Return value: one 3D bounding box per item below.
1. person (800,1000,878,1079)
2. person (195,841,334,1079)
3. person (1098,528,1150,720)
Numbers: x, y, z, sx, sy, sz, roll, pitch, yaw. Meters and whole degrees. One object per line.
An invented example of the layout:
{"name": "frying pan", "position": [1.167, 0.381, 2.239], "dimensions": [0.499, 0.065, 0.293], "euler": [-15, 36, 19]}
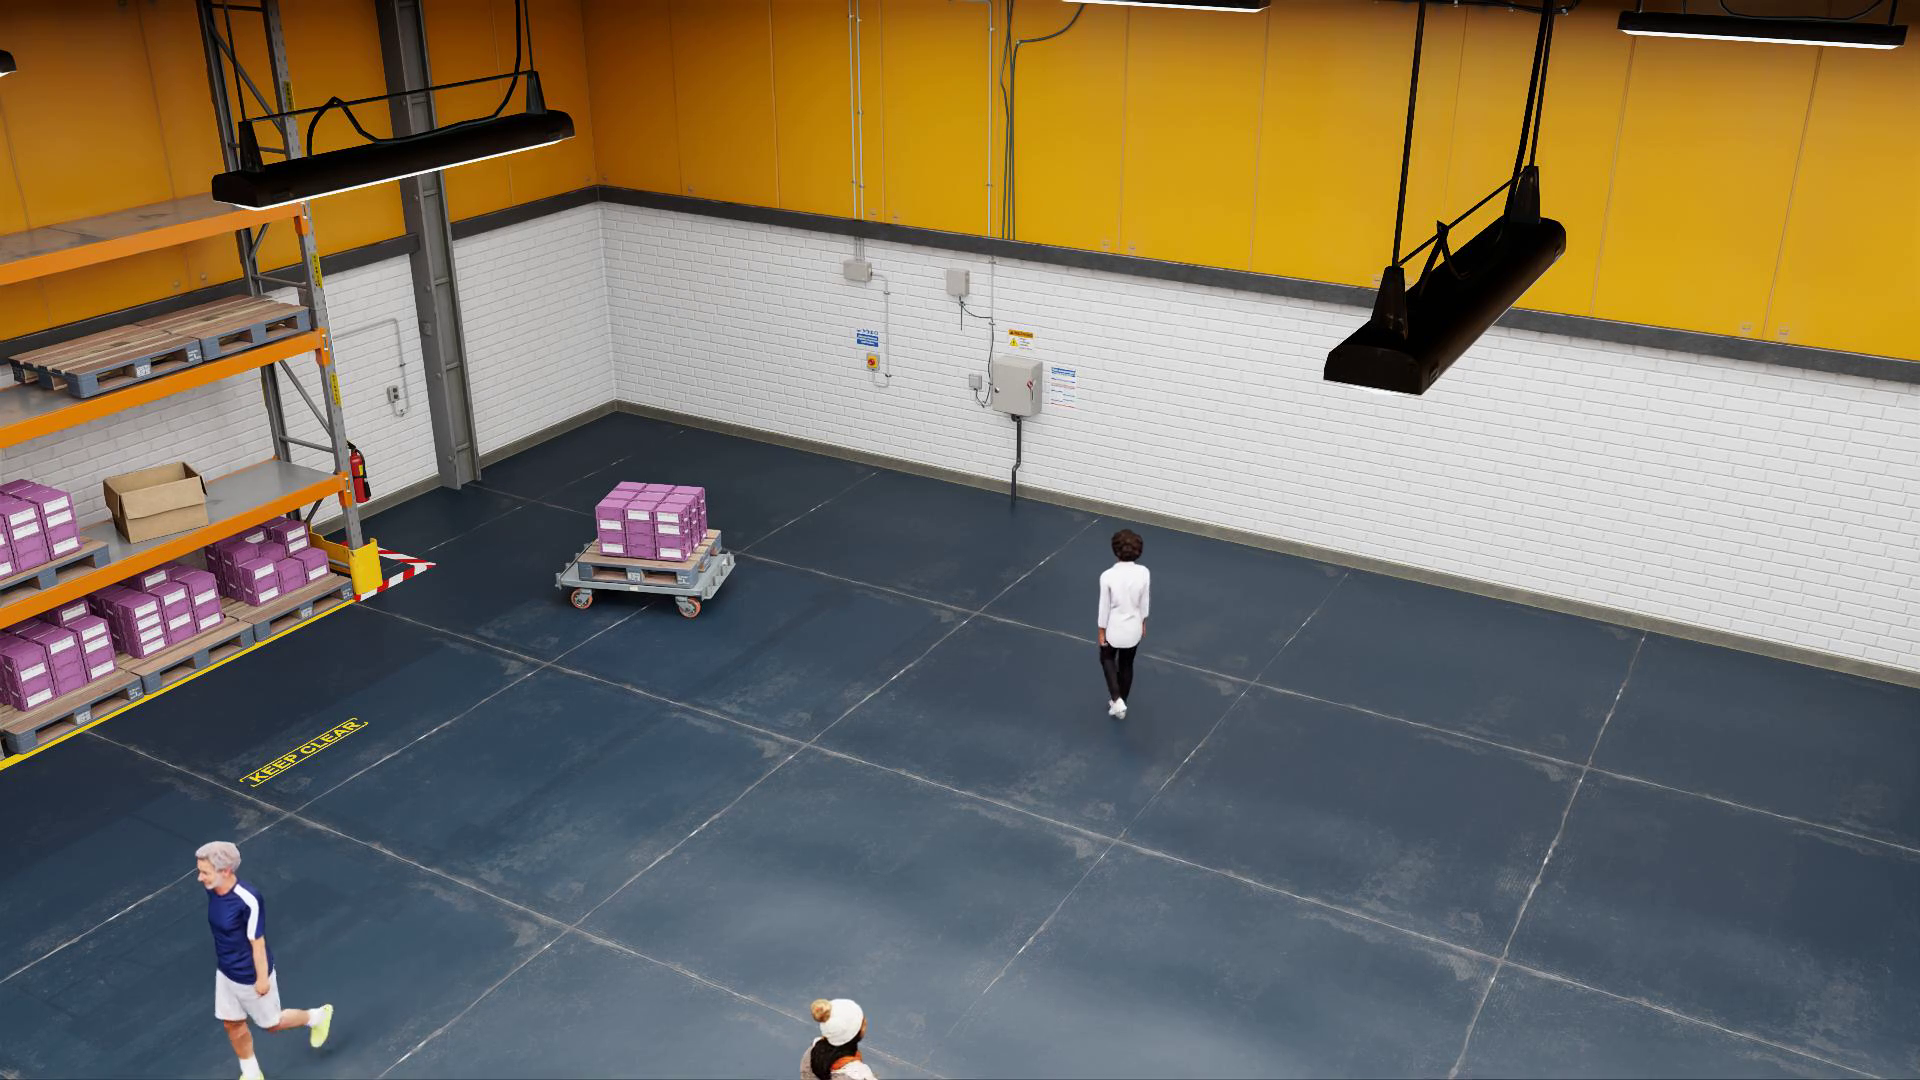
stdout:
{"name": "person", "position": [-0.676, 3.238, 8.807], "dimensions": [1.224, 1.864, 1.008], "euler": [-15, 28, -31]}
{"name": "person", "position": [-4.342, 2.613, 10.298], "dimensions": [0.626, 1.814, 0.980], "euler": [13, 27, 28]}
{"name": "person", "position": [1.444, 0.779, 14.511], "dimensions": [0.818, 1.799, 0.878], "euler": [-4, 24, -10]}
